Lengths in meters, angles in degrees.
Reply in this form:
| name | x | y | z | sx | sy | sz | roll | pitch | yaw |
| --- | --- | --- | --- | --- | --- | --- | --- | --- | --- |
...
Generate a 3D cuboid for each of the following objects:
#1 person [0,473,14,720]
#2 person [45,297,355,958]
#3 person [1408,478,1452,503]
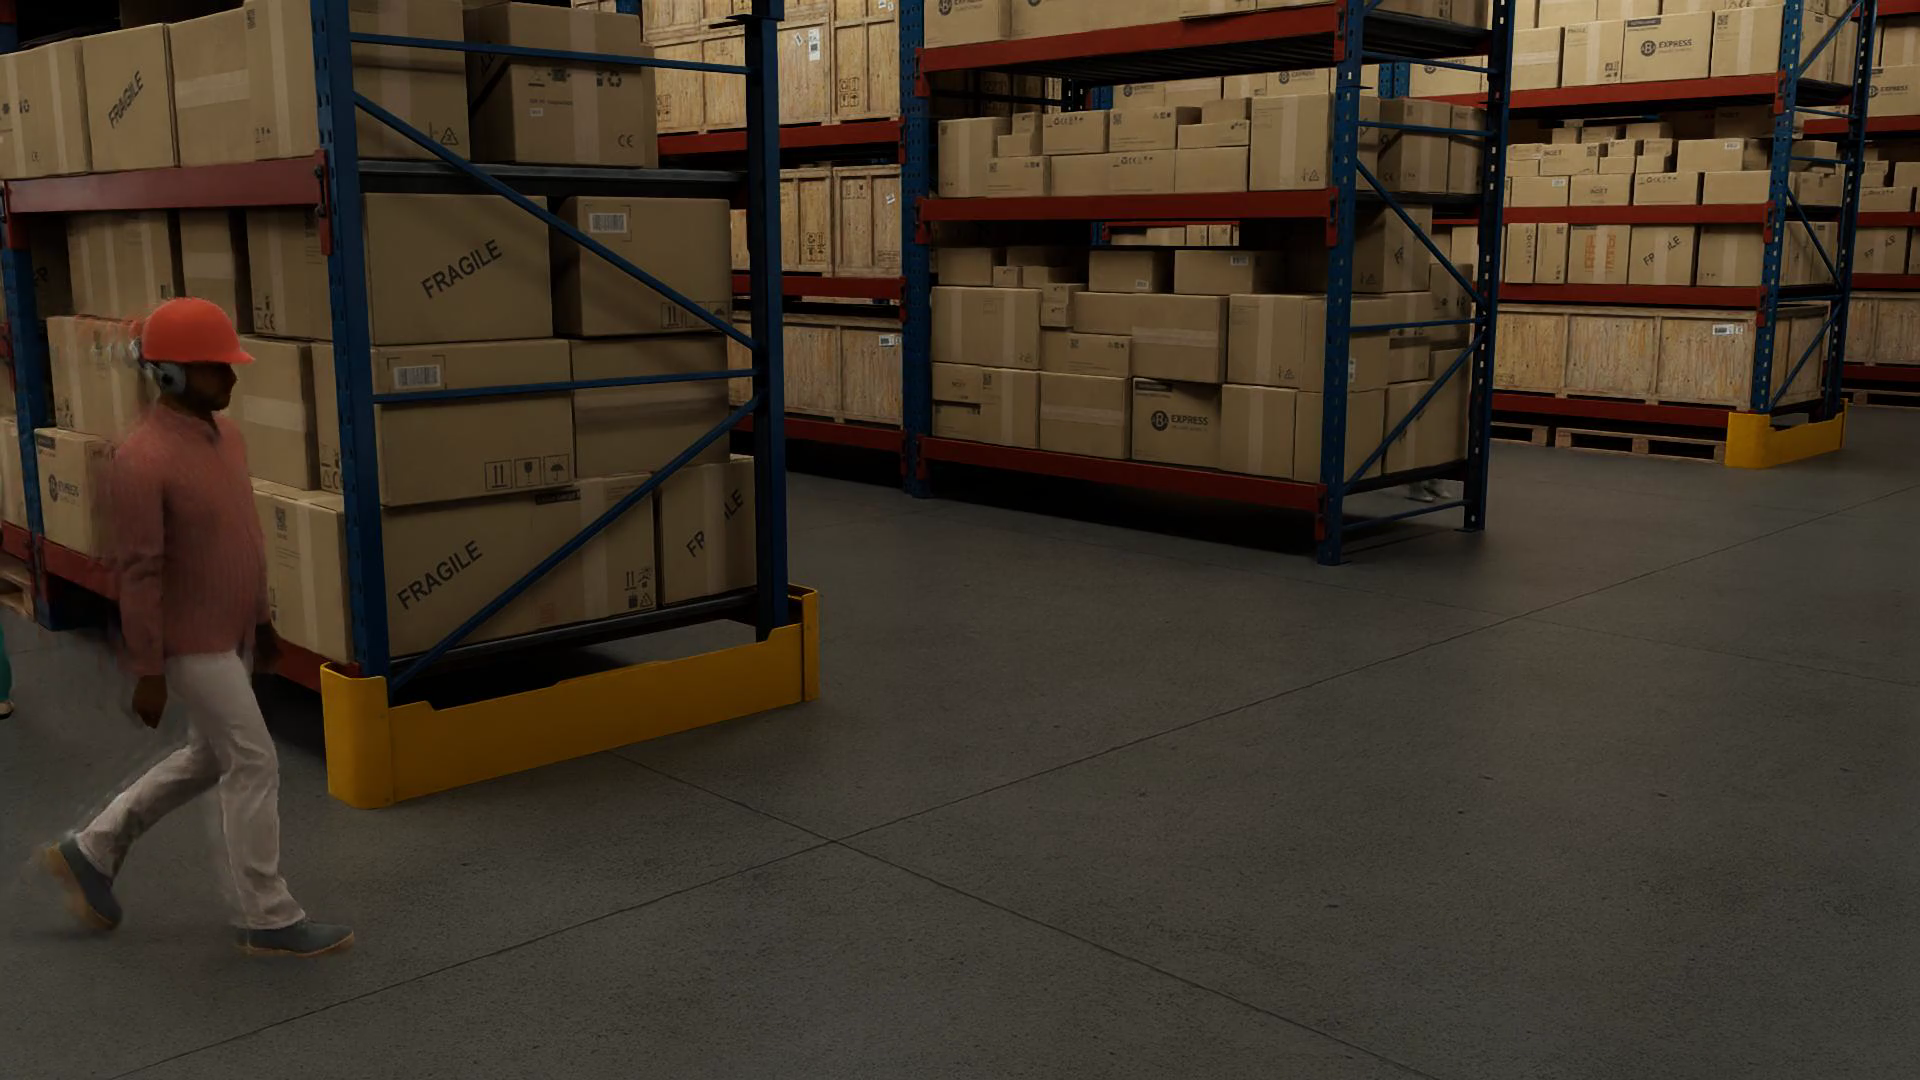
| name | x | y | z | sx | sy | sz | roll | pitch | yaw |
| --- | --- | --- | --- | --- | --- | --- | --- | --- | --- |
| person | -4.425 | -0.057 | 7.200 | 0.523 | 1.769 | 0.322 | -9 | 14 | -40 |
| person | -2.297 | 0.272 | 4.880 | 0.877 | 1.965 | 0.610 | -1 | 10 | -3 |
| person | 3.793 | -1.098 | 13.265 | 0.538 | 1.622 | 0.438 | -8 | 13 | -38 |
